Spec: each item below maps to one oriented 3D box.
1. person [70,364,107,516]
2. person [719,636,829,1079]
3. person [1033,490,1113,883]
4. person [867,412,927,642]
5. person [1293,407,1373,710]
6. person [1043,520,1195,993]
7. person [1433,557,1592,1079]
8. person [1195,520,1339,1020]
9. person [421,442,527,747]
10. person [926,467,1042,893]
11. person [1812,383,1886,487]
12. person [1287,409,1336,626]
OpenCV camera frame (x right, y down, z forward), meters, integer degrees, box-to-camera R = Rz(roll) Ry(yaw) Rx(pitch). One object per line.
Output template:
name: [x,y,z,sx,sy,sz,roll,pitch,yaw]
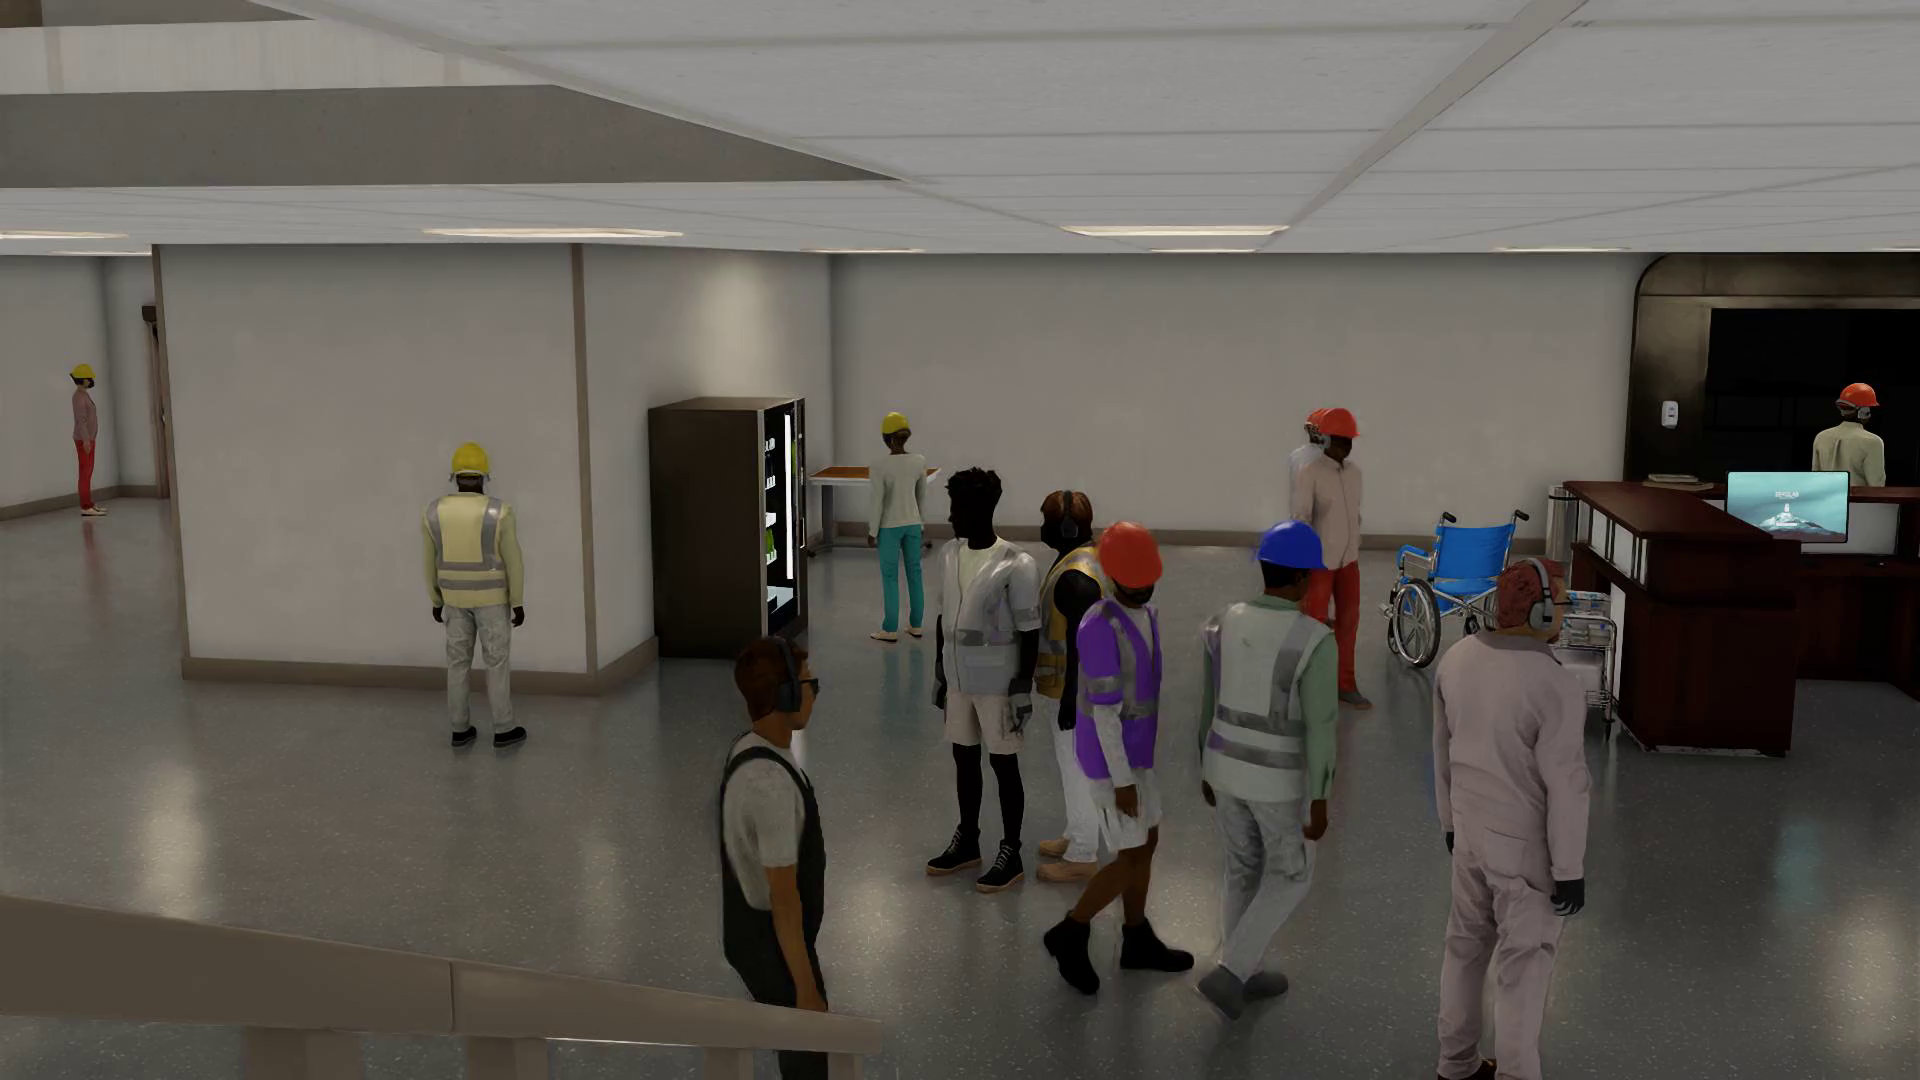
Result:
person: [-10.153,-1.164,19.365,0.311,1.768,0.533,-4,10,-23]
person: [-0.508,1.182,4.734,0.505,1.829,0.574,-1,9,-4]
person: [0.515,0.676,7.794,0.429,1.839,0.633,1,9,6]
person: [-0.483,-0.101,12.802,0.525,1.771,0.305,-7,11,-36]
person: [2.376,0.101,10.937,0.631,1.971,0.801,-7,11,-36]
person: [0.605,0.844,6.538,0.471,1.904,0.597,4,10,26]
person: [1.873,1.000,5.587,0.403,1.906,0.651,-4,10,-22]
person: [1.123,0.885,6.260,0.621,1.918,0.648,-8,12,-40]
person: [-2.880,0.330,9.933,0.600,1.834,0.404,1,9,7]
person: [0.098,0.634,7.665,0.612,1.962,0.363,9,13,44]
person: [6.804,-0.206,12.750,0.376,1.995,0.612,-4,10,-23]
person: [2.867,-0.180,13.366,0.352,1.743,0.564,-5,10,-26]
